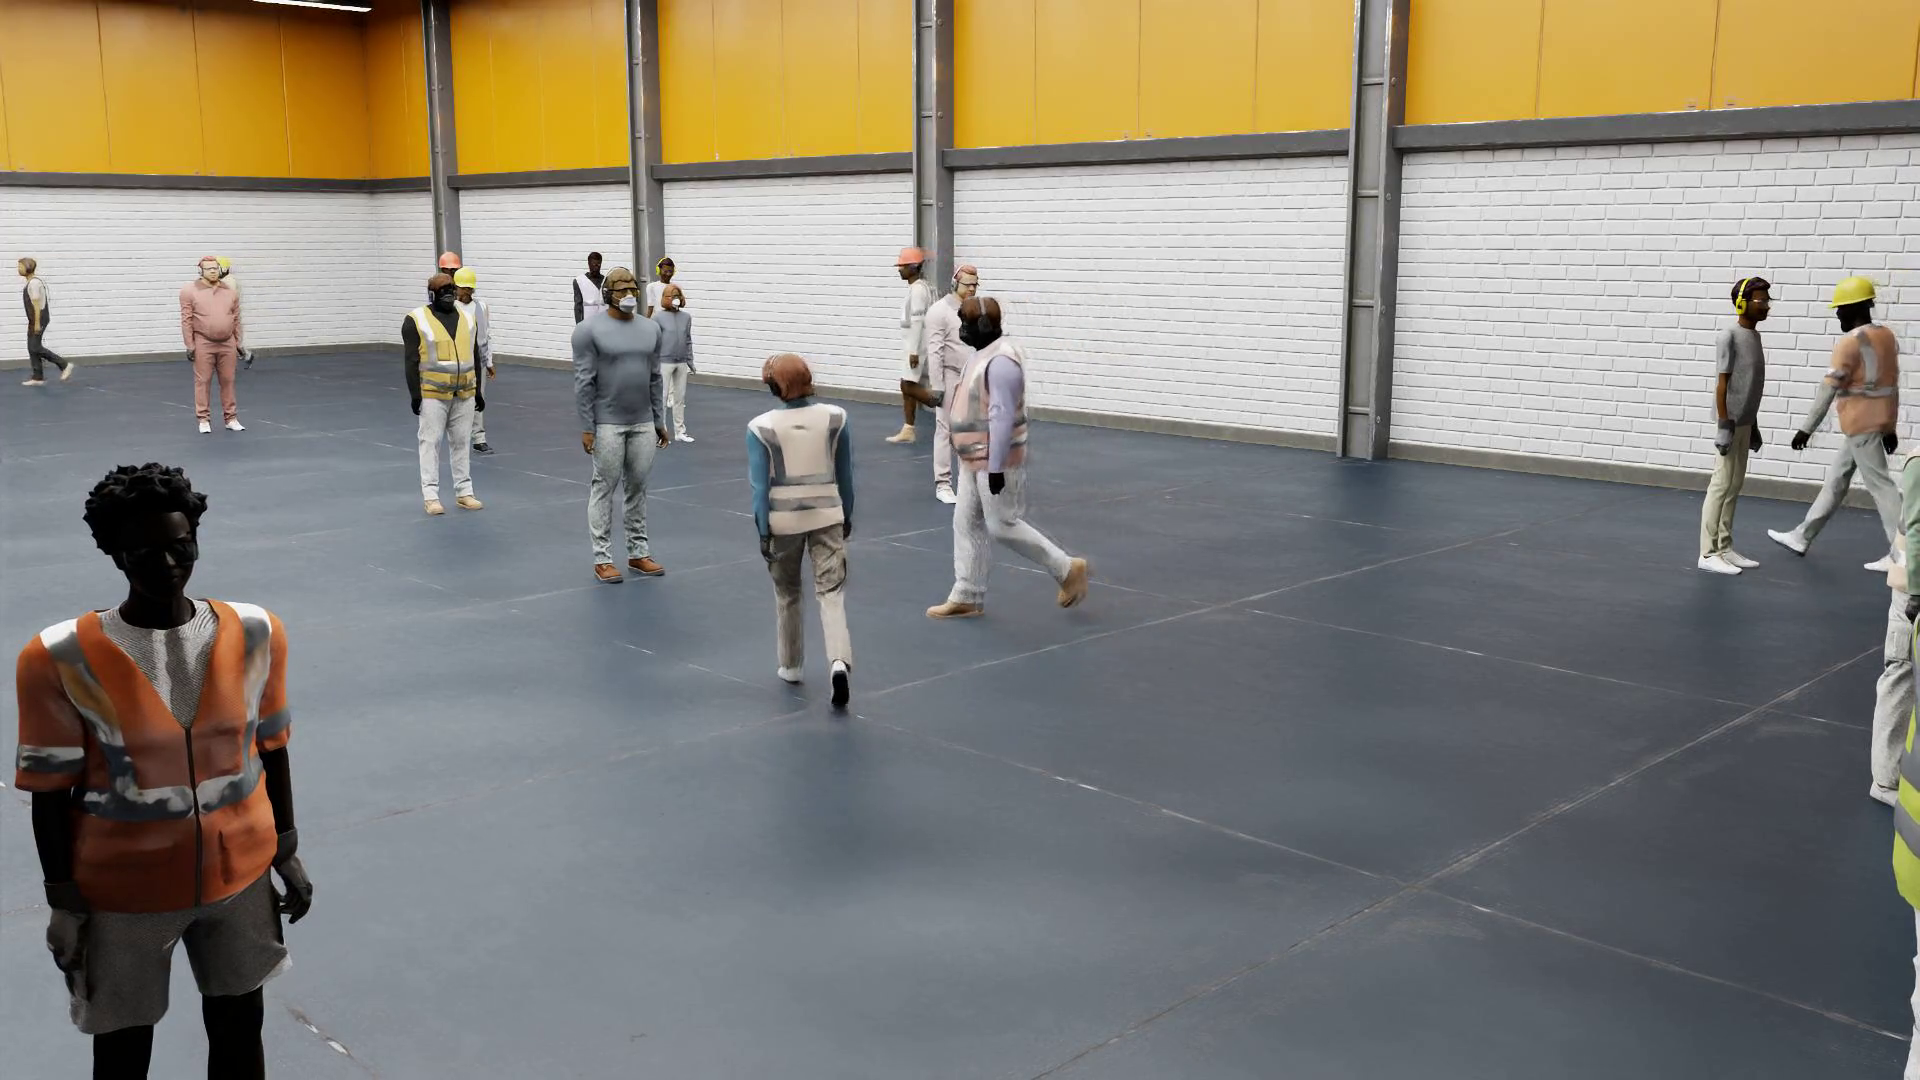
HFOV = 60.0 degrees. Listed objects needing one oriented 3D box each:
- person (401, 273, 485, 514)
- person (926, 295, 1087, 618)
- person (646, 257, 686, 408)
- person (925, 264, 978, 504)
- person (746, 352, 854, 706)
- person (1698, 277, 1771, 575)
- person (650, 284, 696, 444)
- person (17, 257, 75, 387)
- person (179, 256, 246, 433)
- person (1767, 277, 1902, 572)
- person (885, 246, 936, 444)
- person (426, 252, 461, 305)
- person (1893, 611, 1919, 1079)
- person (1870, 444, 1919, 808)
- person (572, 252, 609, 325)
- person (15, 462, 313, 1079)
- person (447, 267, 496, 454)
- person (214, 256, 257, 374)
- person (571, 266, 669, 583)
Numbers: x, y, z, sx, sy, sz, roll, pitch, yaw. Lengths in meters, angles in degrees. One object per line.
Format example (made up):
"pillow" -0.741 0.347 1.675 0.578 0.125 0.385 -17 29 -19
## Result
"person" -3.959 -1.129 12.845 0.621 1.845 0.429 -10 14 -43
"person" 0.255 -0.450 9.245 0.831 1.811 0.659 -2 11 -13
"person" -3.603 -2.535 20.454 0.521 1.865 0.328 -10 14 -43
"person" 0.028 -1.248 13.335 0.639 1.902 0.406 -10 14 -43
"person" -0.704 -0.056 7.641 0.525 1.601 0.781 -3 11 -15
"person" 4.959 -0.728 10.578 0.521 1.874 0.328 -10 14 -43
"person" -2.945 -1.804 17.089 0.498 1.634 0.279 -10 14 -43
"person" -12.978 -3.077 23.499 0.585 1.829 0.534 -8 13 -37
"person" -8.089 -2.120 18.065 0.639 1.911 0.406 -10 14 -43
"person" 5.752 -0.745 10.703 0.614 1.857 1.013 -8 13 -38
"person" -0.407 -1.965 16.918 0.645 2.023 0.625 -1 10 -7
"person" -5.839 -2.335 19.152 0.542 1.939 0.361 -10 14 -43
"person" 1.951 0.673 3.040 0.621 1.837 0.429 -10 14 -43
"person" 3.626 0.190 6.196 0.514 1.642 0.310 -10 14 -43
"person" -4.847 -2.857 22.077 0.587 1.913 0.387 -10 14 -43
"person" -1.575 0.685 3.347 0.531 1.698 0.320 -10 14 -43
"person" -4.793 -1.727 16.160 0.588 1.822 0.403 -10 14 -43
"person" -11.200 -3.441 25.511 0.519 1.820 0.612 -9 13 -39
"person" -2.088 -0.715 10.318 0.627 1.941 0.371 -10 14 -43
